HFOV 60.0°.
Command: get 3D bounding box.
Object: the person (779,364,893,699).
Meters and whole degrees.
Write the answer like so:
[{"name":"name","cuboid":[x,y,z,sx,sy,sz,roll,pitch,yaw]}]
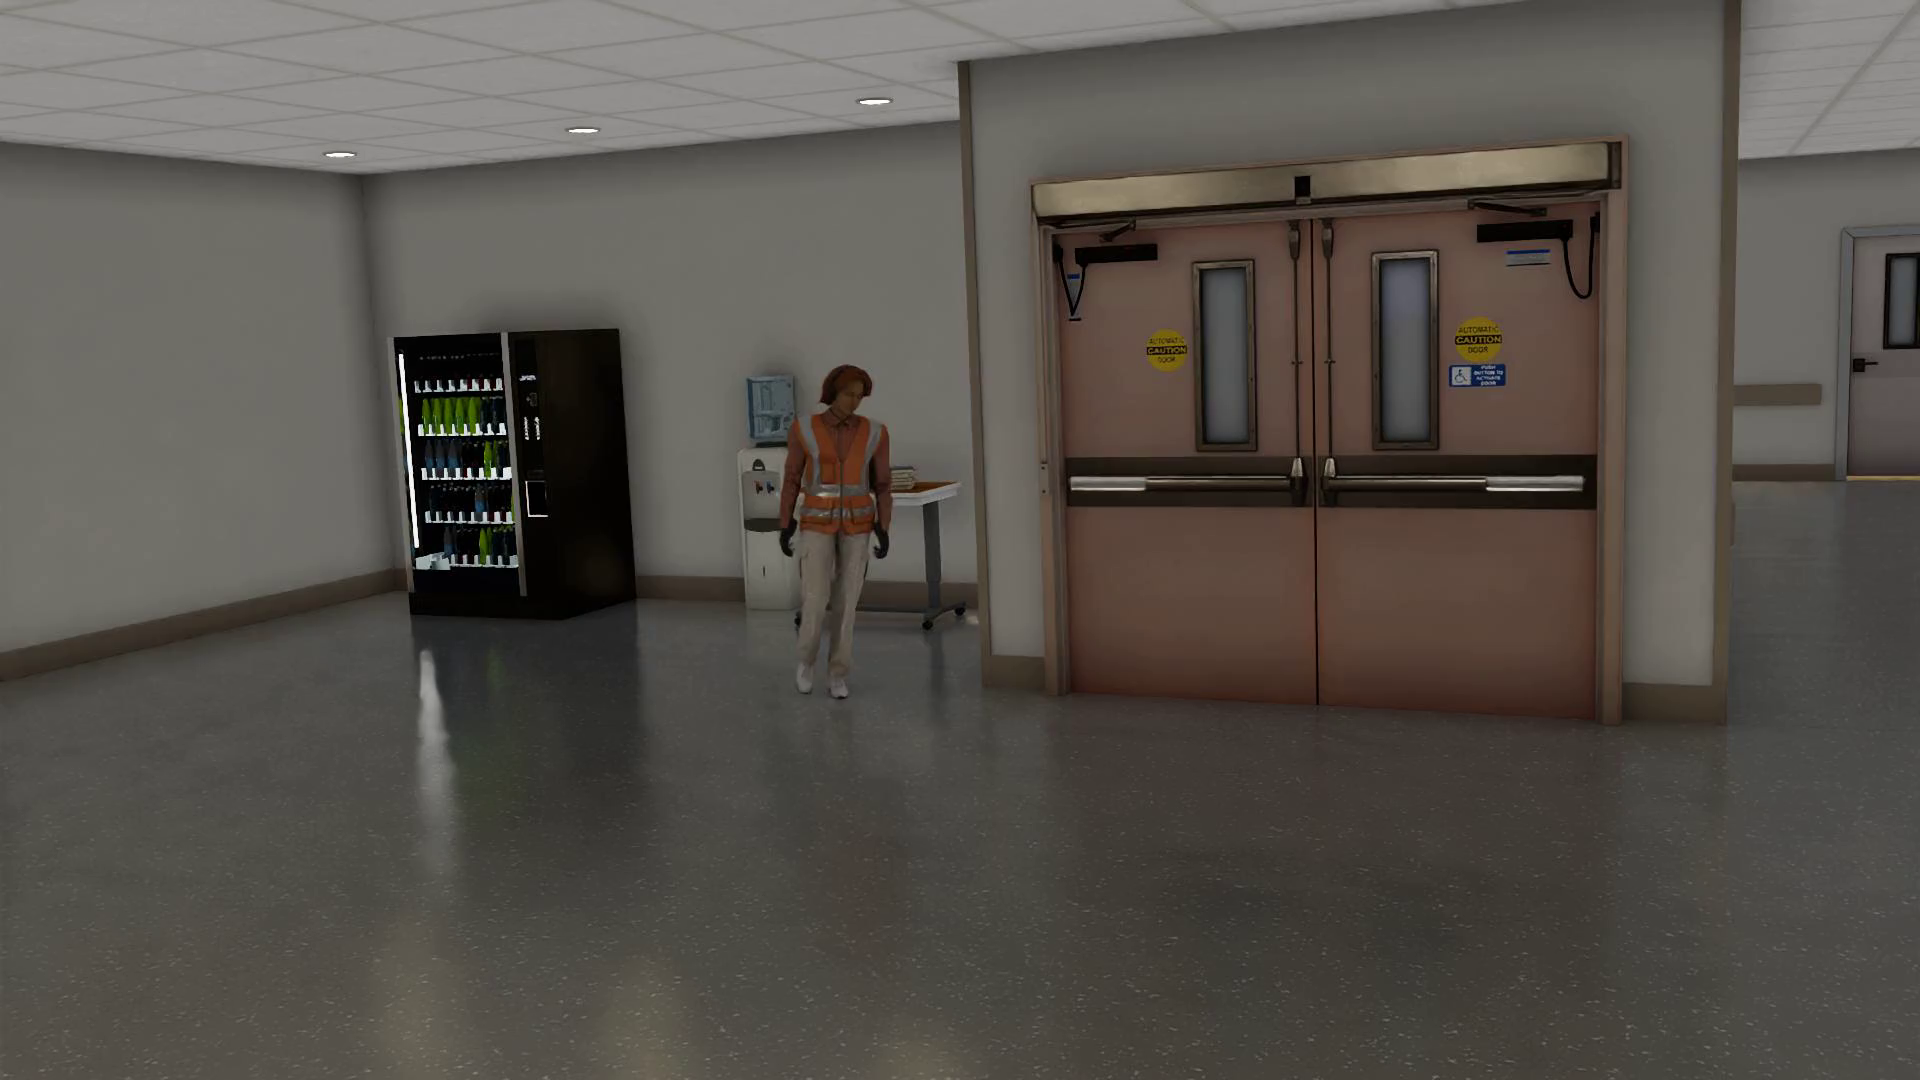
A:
[{"name":"person","cuboid":[-0.586,-0.034,8.016,0.546,1.613,0.367,-4,8,-13]}]
